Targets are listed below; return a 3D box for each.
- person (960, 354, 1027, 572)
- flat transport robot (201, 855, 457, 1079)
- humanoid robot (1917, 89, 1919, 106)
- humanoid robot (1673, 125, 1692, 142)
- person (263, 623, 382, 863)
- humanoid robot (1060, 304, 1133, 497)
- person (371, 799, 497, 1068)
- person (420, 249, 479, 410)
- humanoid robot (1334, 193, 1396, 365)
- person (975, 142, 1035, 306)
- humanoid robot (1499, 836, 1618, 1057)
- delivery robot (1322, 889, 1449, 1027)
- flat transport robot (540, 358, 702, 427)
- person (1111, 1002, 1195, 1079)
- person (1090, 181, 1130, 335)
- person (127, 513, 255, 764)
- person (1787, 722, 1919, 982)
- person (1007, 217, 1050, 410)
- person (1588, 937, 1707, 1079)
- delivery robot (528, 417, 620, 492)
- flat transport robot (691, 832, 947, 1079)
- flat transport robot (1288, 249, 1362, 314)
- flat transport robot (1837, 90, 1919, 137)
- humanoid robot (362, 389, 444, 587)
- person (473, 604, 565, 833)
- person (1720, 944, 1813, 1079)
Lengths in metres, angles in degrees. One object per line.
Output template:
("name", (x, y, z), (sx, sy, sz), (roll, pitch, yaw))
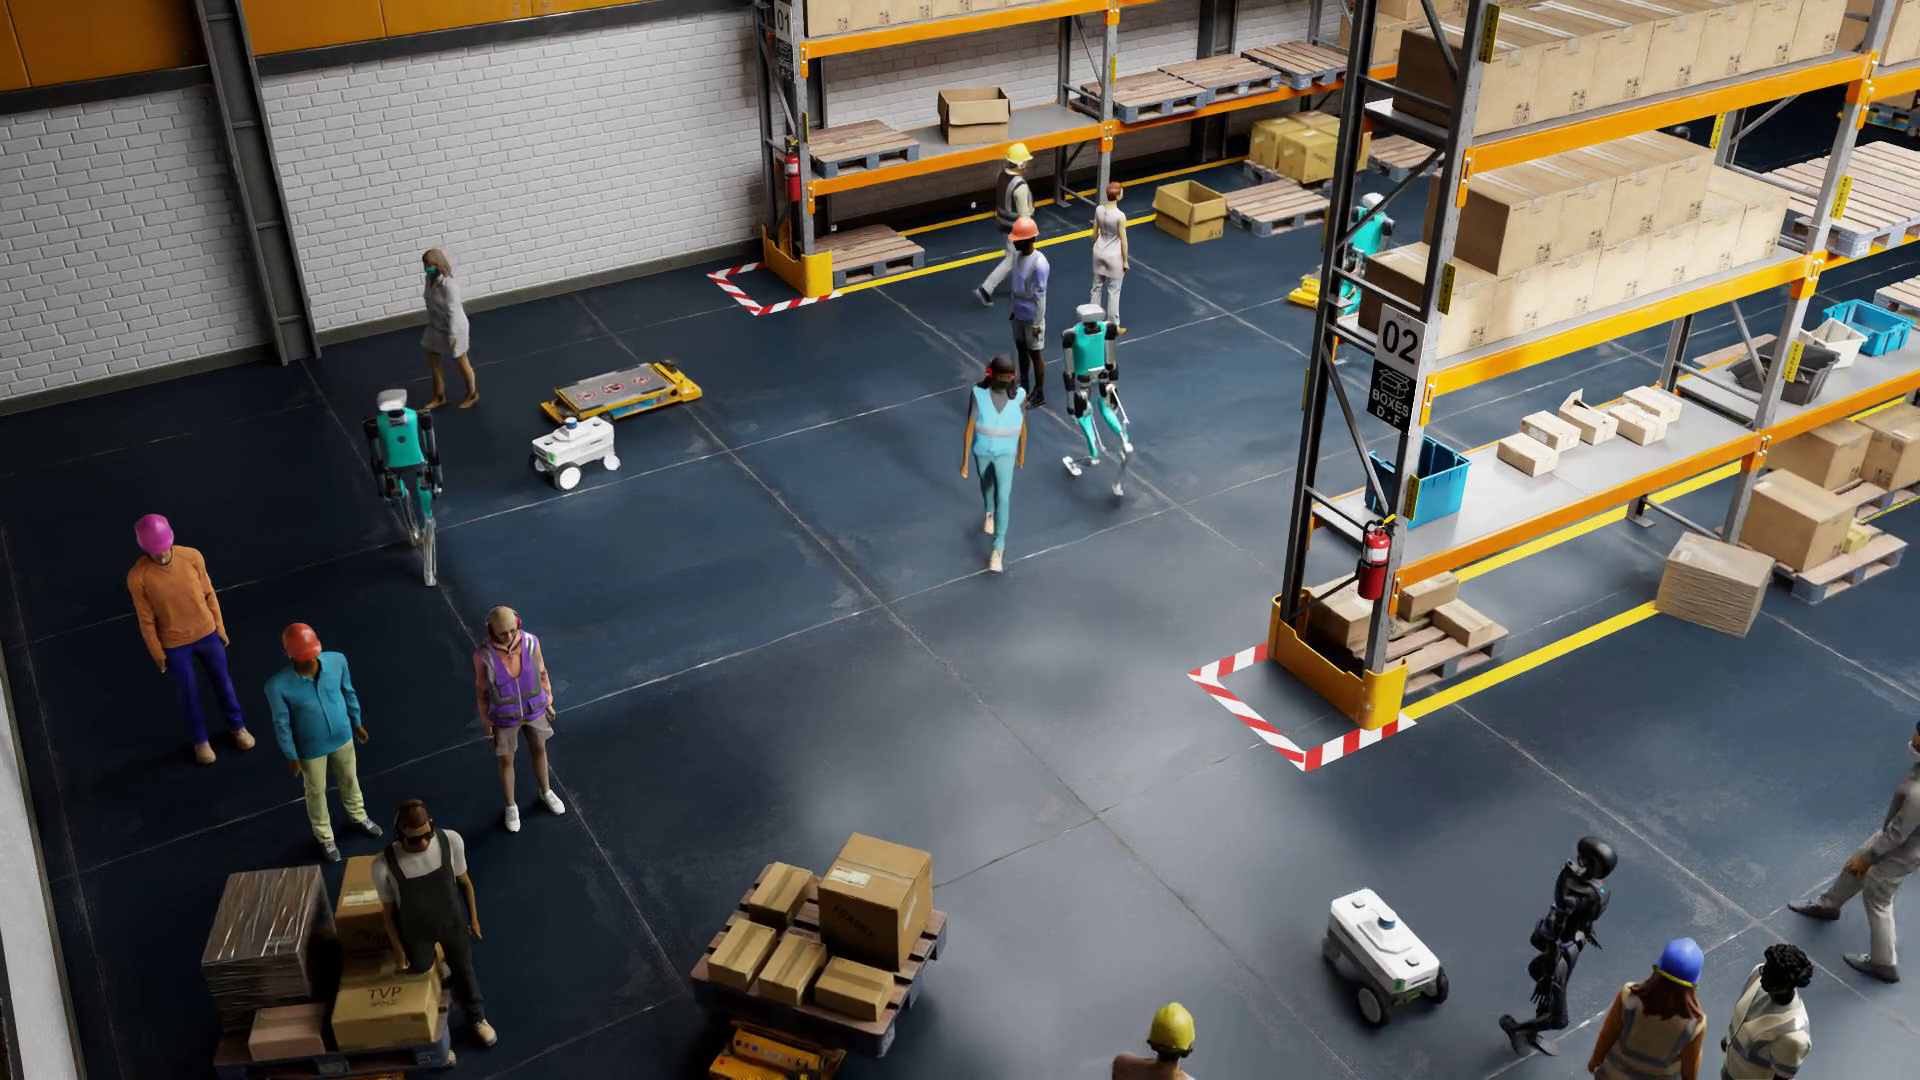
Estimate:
("person", (0.282, -0.704, 13.760), (0.515, 1.807, 1.042), (3, 32, 4))
("flat transport robot", (-3.505, 2.824, 9.581), (0.659, 0.231, 1.431), (-4, 32, -7))
("humanoid robot", (13.071, -5.890, 22.110), (0.832, 1.795, 0.565), (-5, 32, -8))
("humanoid robot", (8.058, -3.924, 19.027), (0.533, 1.642, 0.585), (-3, 32, -5))
("person", (-4.075, 1.265, 10.667), (0.325, 1.752, 0.562), (25, 40, 34))
("humanoid robot", (1.258, -1.126, 14.534), (0.545, 1.725, 1.045), (-15, 35, -22))
("person", (-2.905, 2.148, 9.189), (0.499, 1.839, 0.344), (-19, 37, -27))
("person", (-4.981, -1.972, 15.929), (0.510, 1.642, 0.602), (22, 38, 30))
("humanoid robot", (3.924, -2.577, 16.842), (0.711, 1.812, 0.533), (-21, 38, -30))
("person", (0.536, -3.428, 18.106), (0.806, 1.808, 0.598), (-10, 33, -15))
("humanoid robot", (3.322, 2.235, 9.199), (0.373, 1.646, 0.612), (25, 40, 34))
("delivery robot", (2.514, 2.439, 9.893), (0.499, 0.560, 0.734), (-14, 35, -21))
("flat transport robot", (-3.329, -1.420, 16.349), (1.431, 0.231, 0.659), (-20, 37, -29))
("person", (0.966, 2.920, 8.026), (0.548, 1.743, 0.410), (17, 36, 25))
("person", (1.570, -2.961, 17.493), (0.461, 1.659, 0.269), (26, 40, 34))
("person", (-5.317, 0.661, 11.431), (0.516, 1.974, 0.397), (-25, 40, -34))
("person", (5.453, 1.756, 9.794), (0.732, 1.866, 0.586), (24, 39, 33))
("person", (0.629, -2.187, 16.014), (0.383, 1.929, 0.543), (-17, 36, -25))
("person", (3.455, 2.669, 8.417), (0.491, 1.761, 0.382), (18, 36, 26))
("delivery robot", (-3.519, -0.830, 15.125), (0.752, 0.581, 0.504), (-28, 41, -36))
("flat transport robot", (-0.849, 2.685, 9.802), (0.659, 0.231, 1.431), (12, 34, 18))
("flat transport robot", (4.340, -2.925, 18.749), (0.659, 0.231, 1.431), (22, 38, 31))
("flat transport robot", (13.343, -5.987, 23.632), (0.659, 0.231, 1.431), (-26, 40, -35))
("humanoid robot", (-4.534, -0.566, 13.657), (0.531, 1.772, 1.009), (-11, 34, -17))
("person", (-2.904, 1.143, 10.920), (0.481, 1.693, 0.347), (-18, 36, -26))
("person", (4.034, 2.692, 8.455), (0.319, 1.693, 0.534), (1, 32, 2))
